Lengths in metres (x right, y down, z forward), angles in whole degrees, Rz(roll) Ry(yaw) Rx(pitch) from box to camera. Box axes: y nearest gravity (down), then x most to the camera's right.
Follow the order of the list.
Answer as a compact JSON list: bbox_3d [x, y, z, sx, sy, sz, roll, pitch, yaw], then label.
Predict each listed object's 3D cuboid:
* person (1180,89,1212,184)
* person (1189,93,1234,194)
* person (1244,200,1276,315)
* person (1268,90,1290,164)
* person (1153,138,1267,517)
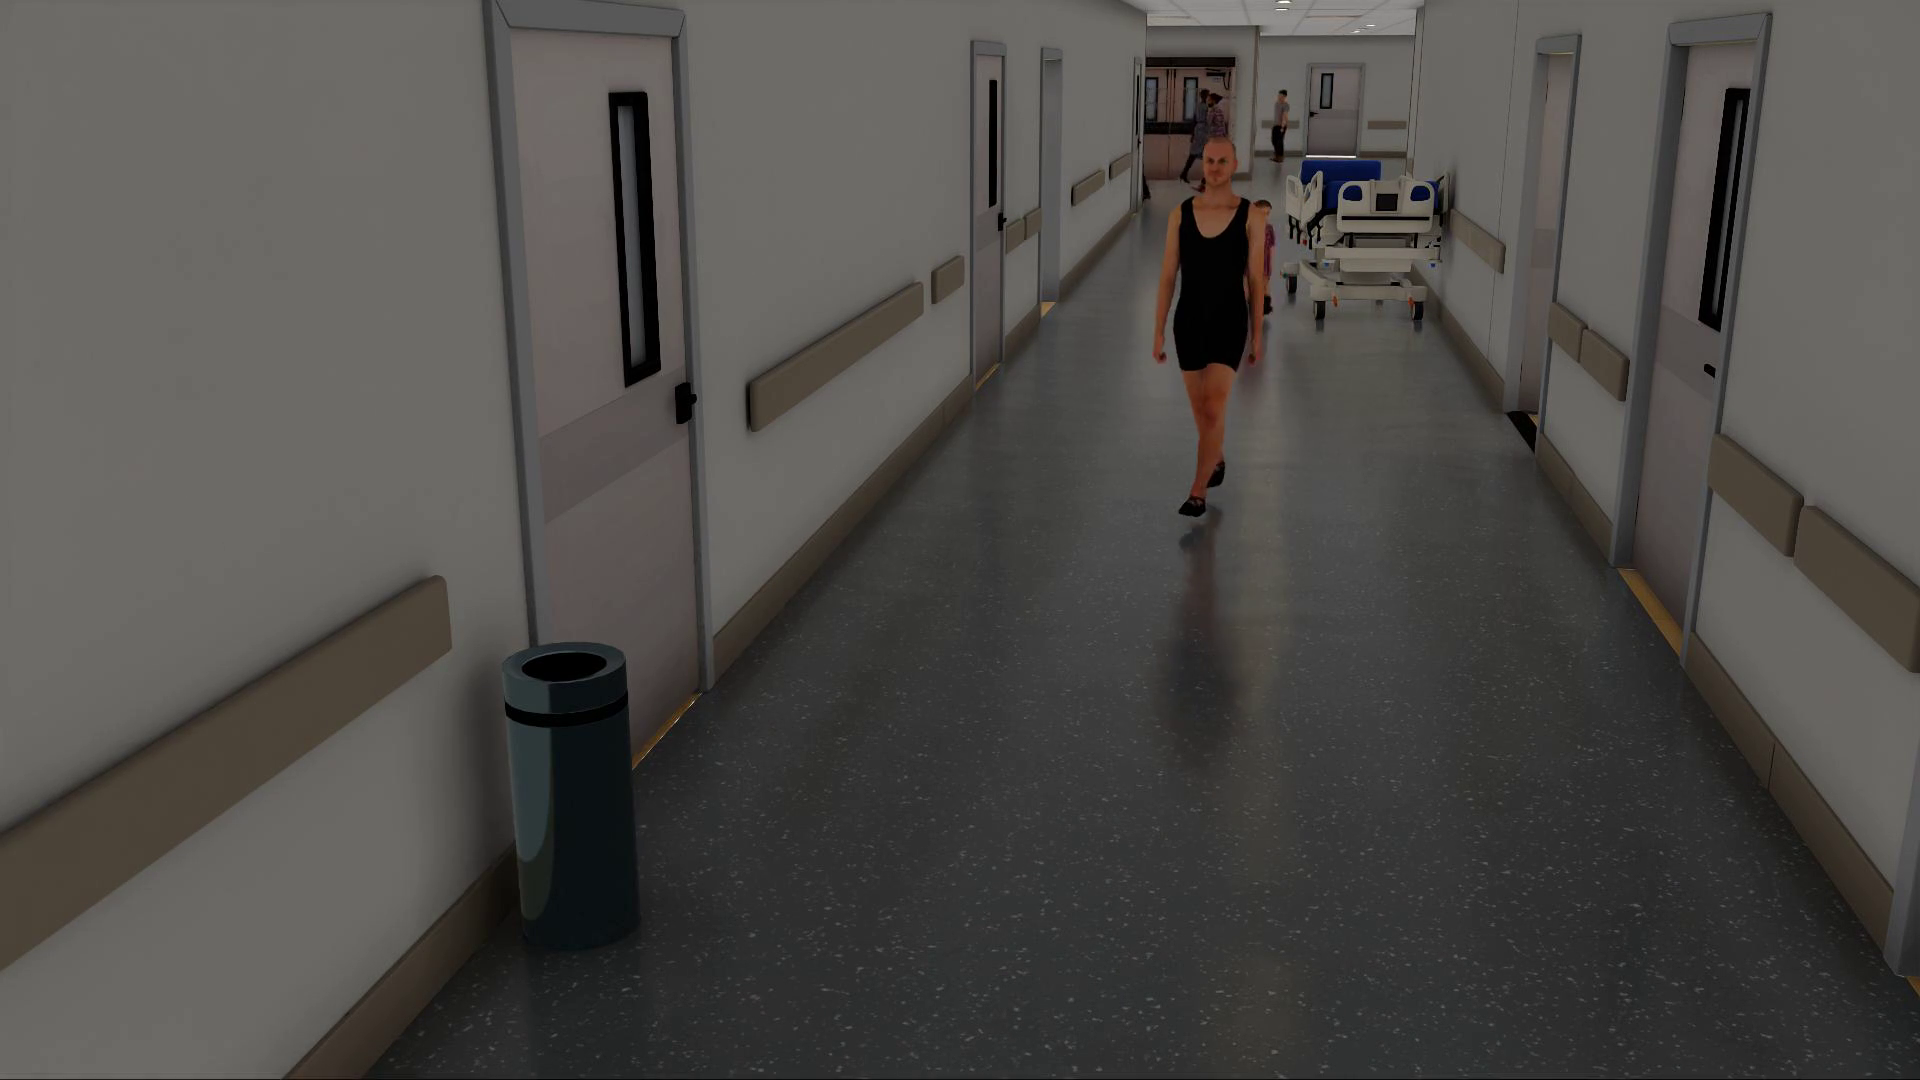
[{"bbox_3d":[4.513,-7.621,31.638,1.249,1.731,1.105,-8,18,-26],"label":"person"},{"bbox_3d":[4.608,-6.966,29.317,1.144,1.730,0.899,-2,16,-7],"label":"person"},{"bbox_3d":[2.670,-2.536,14.938,0.651,1.006,0.573,0,16,0],"label":"person"},{"bbox_3d":[7.611,-9.836,39.596,0.852,1.678,0.870,-4,16,-12],"label":"person"},{"bbox_3d":[1.259,-1.042,8.224,1.152,1.775,0.904,6,17,22],"label":"person"}]
